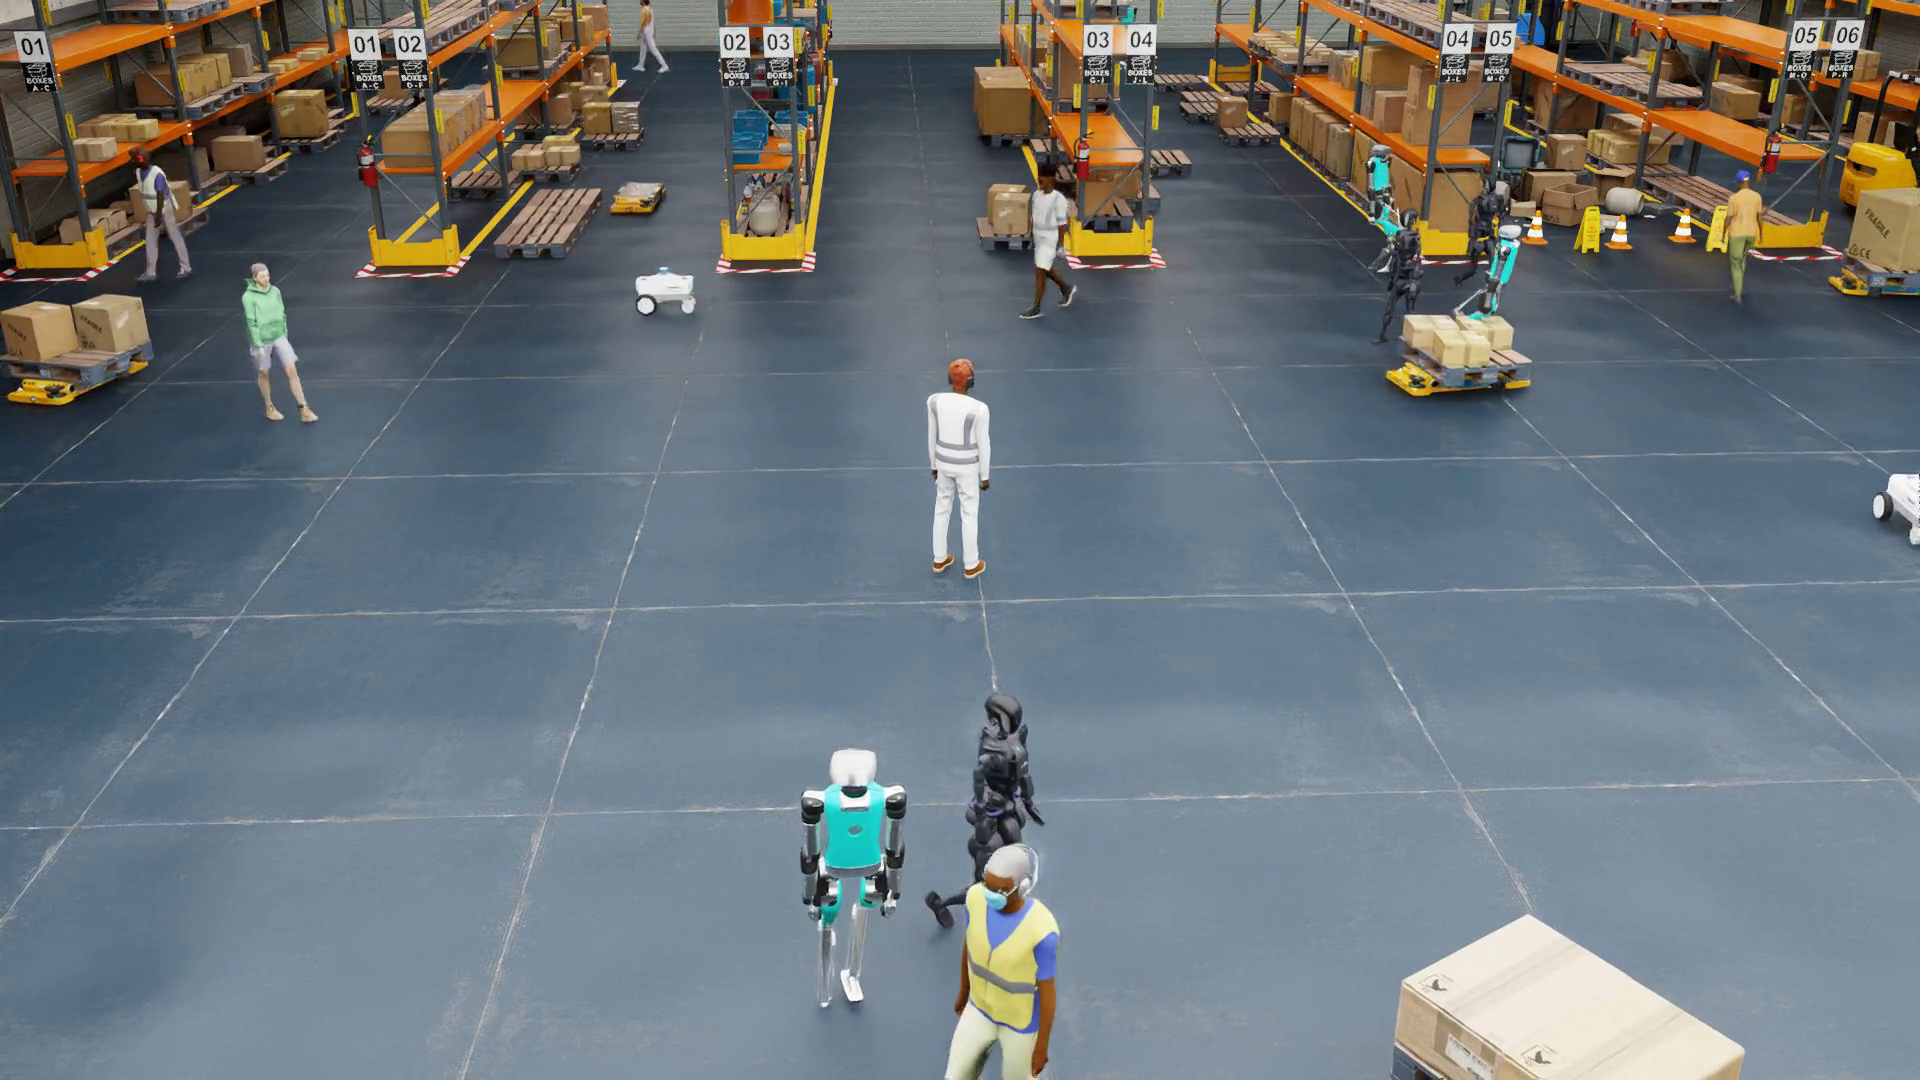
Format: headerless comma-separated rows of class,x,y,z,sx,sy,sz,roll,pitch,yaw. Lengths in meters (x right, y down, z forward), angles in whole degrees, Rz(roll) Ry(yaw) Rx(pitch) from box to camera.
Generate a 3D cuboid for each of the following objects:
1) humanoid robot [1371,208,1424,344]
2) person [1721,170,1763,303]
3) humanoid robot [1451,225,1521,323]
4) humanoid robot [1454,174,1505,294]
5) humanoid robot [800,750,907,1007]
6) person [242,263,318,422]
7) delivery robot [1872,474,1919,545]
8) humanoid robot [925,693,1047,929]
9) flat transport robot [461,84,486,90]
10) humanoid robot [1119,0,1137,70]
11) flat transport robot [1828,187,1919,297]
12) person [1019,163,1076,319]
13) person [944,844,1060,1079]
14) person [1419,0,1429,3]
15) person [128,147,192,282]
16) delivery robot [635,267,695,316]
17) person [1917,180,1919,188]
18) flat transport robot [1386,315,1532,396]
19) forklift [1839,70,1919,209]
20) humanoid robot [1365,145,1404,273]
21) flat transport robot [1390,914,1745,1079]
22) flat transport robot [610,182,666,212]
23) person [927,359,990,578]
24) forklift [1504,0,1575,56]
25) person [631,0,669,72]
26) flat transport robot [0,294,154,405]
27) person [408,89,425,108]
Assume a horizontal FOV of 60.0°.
humanoid robot,5.273,-3.106,19.754,0.609,1.639,0.605,-8,25,-17
person,10.132,-3.957,21.631,0.505,1.664,0.733,-2,24,-4
humanoid robot,5.796,-2.690,18.681,0.786,1.750,0.533,12,27,25
humanoid robot,6.812,-3.952,21.650,0.584,1.634,0.653,-10,26,-20
humanoid robot,-0.577,1.769,8.738,0.546,1.804,0.833,-3,24,-8
person,-7.091,-2.013,17.218,0.841,1.702,0.466,20,31,37
delivery robot,8.567,-0.320,14.836,0.499,0.591,0.781,1,24,3
humanoid robot,0.170,1.541,9.309,0.678,1.636,0.599,14,27,28
flat transport robot,-10.572,-9.799,36.490,0.659,0.231,1.431,0,24,-1
humanoid robot,3.851,-11.958,39.524,0.548,1.737,0.985,-16,28,-32
flat transport robot,12.428,-3.410,22.134,1.431,0.231,0.659,4,24,8
person,1.129,-3.788,20.939,0.873,1.935,0.607,-15,28,-29
person,0.171,2.194,7.565,0.571,1.875,0.520,16,29,33
person,11.662,-12.992,41.784,0.395,1.800,0.589,-6,25,-14
person,-10.855,-4.356,22.362,0.605,1.799,0.856,12,27,25
delivery robot,-3.793,-3.177,21.283,0.816,0.613,0.499,-2,24,-4
person,13.041,-4.439,22.563,0.644,1.814,0.565,-1,24,-3
flat transport robot,5.584,-1.841,18.610,1.431,0.231,0.659,-5,25,-12
forklift,15.132,-6.143,25.915,2.313,2.155,1.214,-1,24,-2
humanoid robot,5.916,-4.447,22.700,0.838,1.801,0.530,21,31,39
flat transport robot,2.897,2.830,8.113,1.431,0.231,0.659,-15,28,-31
flat transport robot,-5.209,-5.557,26.958,0.659,0.231,1.431,0,24,0
person,-0.009,-0.594,13.839,0.566,1.876,0.345,12,27,25
forklift,14.700,-13.805,42.301,1.873,2.768,1.129,-1,24,-2
person,-7.477,-12.161,39.894,0.965,1.813,0.490,3,24,7
flat transport robot,-9.848,-1.830,18.585,0.659,0.231,1.431,6,25,12
person,-10.880,-9.235,33.513,0.544,1.660,0.849,-4,24,-10
